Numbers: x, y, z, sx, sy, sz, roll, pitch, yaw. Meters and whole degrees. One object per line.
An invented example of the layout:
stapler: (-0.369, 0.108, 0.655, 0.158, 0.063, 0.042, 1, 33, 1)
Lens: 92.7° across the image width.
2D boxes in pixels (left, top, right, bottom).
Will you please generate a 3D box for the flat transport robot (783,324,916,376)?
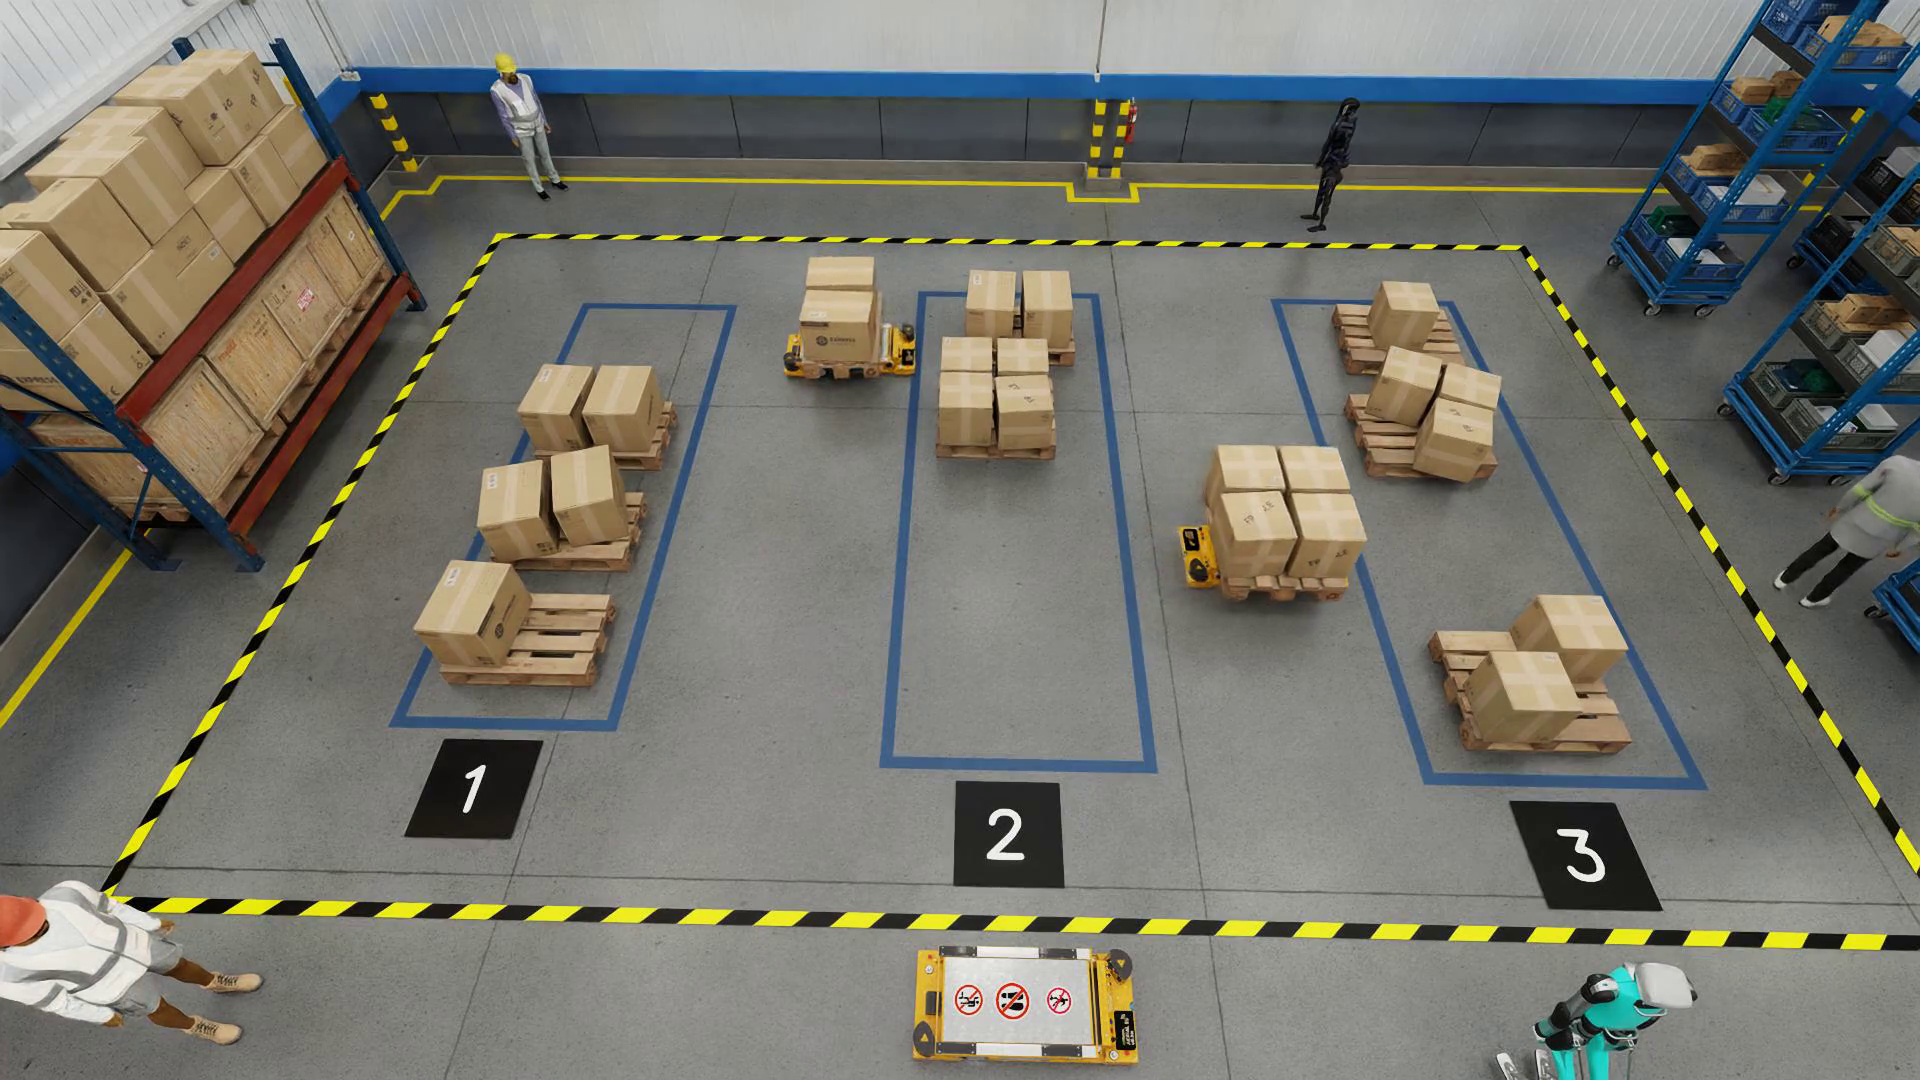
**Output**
flat transport robot: (-1.216, -2.120, 10.196, 1.431, 0.197, 0.652, -1, 51, -1)

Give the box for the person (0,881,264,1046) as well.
person: (-4.859, 2.475, 5.325, 0.371, 2.043, 0.613, -1, 51, -1)

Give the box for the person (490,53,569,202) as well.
person: (-5.563, -5.318, 11.812, 0.404, 1.833, 0.589, 29, 57, 22)

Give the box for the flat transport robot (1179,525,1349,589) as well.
flat transport robot: (2.771, 0.124, 8.367, 1.431, 0.197, 0.652, 1, 51, 1)

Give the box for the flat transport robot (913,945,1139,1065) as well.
flat transport robot: (0.422, 3.041, 6.007, 1.431, 0.231, 0.659, 1, 51, 1)

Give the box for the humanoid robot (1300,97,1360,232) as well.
humanoid robot: (4.606, -4.638, 11.348, 0.315, 1.657, 0.599, -1, 51, 0)

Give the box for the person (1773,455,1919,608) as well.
person: (7.567, -0.132, 7.572, 0.399, 1.851, 0.592, -20, 54, -16)

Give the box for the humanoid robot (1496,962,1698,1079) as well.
humanoid robot: (3.555, 2.907, 5.082, 0.533, 1.677, 0.735, 0, 51, 0)
